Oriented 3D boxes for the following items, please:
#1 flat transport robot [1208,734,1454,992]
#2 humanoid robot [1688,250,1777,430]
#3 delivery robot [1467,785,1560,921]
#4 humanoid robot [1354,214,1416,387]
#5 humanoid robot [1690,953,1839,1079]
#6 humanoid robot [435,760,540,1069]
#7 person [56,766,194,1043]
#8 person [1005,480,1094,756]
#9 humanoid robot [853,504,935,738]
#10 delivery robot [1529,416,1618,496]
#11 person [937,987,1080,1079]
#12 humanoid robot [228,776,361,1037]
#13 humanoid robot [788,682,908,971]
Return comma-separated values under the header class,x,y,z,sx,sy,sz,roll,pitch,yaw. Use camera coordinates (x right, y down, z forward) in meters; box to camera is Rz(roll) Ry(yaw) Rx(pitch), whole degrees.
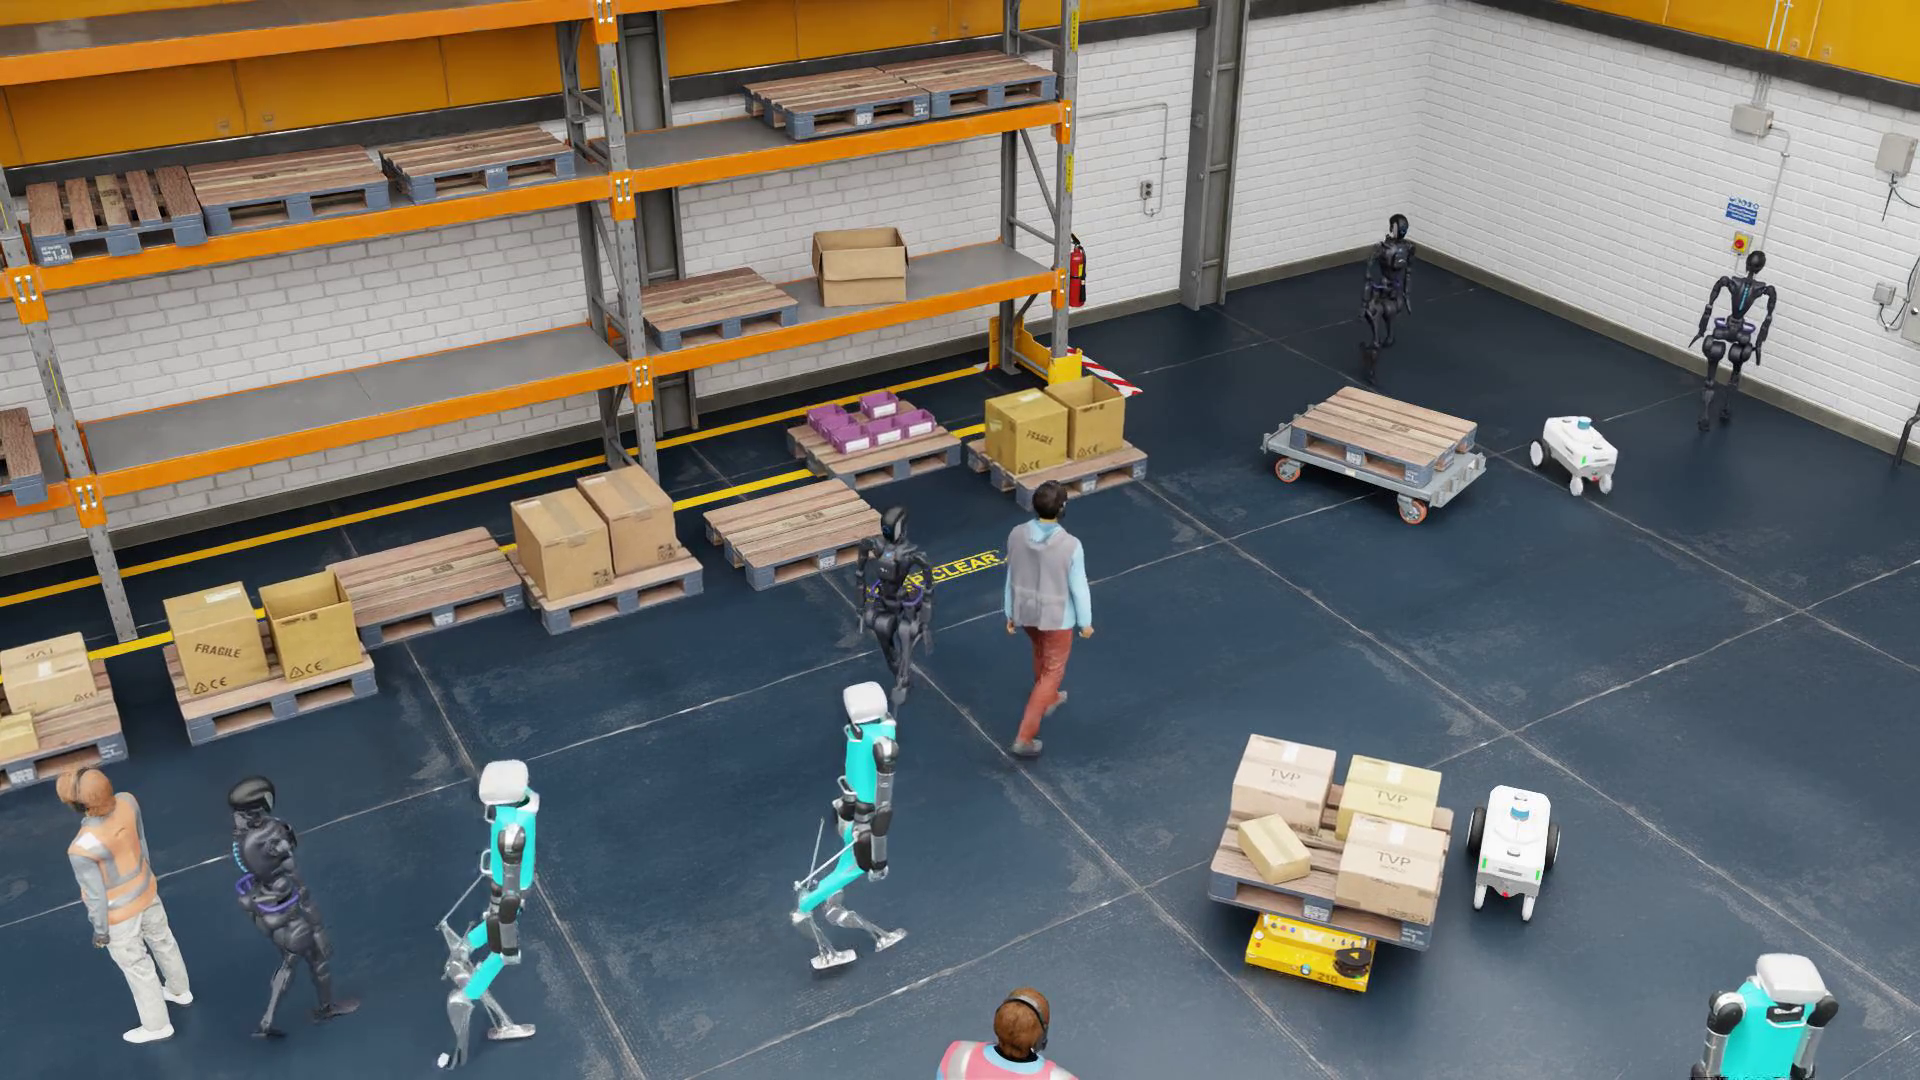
class,x,y,z,sx,sy,sz,roll,pitch,yaw
flat transport robot,2.104,1.962,9.501,0.659,0.231,1.431,10,31,18
humanoid robot,6.814,-1.803,14.747,0.612,1.646,0.520,11,31,19
delivery robot,3.189,1.759,9.590,0.499,0.614,0.808,10,31,18
humanoid robot,3.930,-2.291,15.600,0.611,1.636,0.490,-13,32,-22
humanoid robot,3.334,2.544,6.937,0.556,1.748,0.864,-4,30,-7
humanoid robot,-2.377,1.913,8.210,0.765,1.891,0.545,-5,30,-8
person,-4.196,1.821,8.355,0.305,1.639,0.524,2,30,4
person,0.540,0.478,10.528,0.539,1.845,0.878,18,34,29
humanoid robot,-0.441,0.494,10.705,0.590,1.622,0.779,12,32,20
delivery robot,5.203,-0.754,14.037,0.499,0.613,0.797,-5,30,-9
person,0.221,2.569,6.846,0.626,1.834,0.430,10,31,18
humanoid robot,-3.414,1.846,8.307,0.589,1.644,0.534,22,36,33
humanoid robot,-0.655,1.589,8.690,0.845,1.792,0.549,-12,32,-20
